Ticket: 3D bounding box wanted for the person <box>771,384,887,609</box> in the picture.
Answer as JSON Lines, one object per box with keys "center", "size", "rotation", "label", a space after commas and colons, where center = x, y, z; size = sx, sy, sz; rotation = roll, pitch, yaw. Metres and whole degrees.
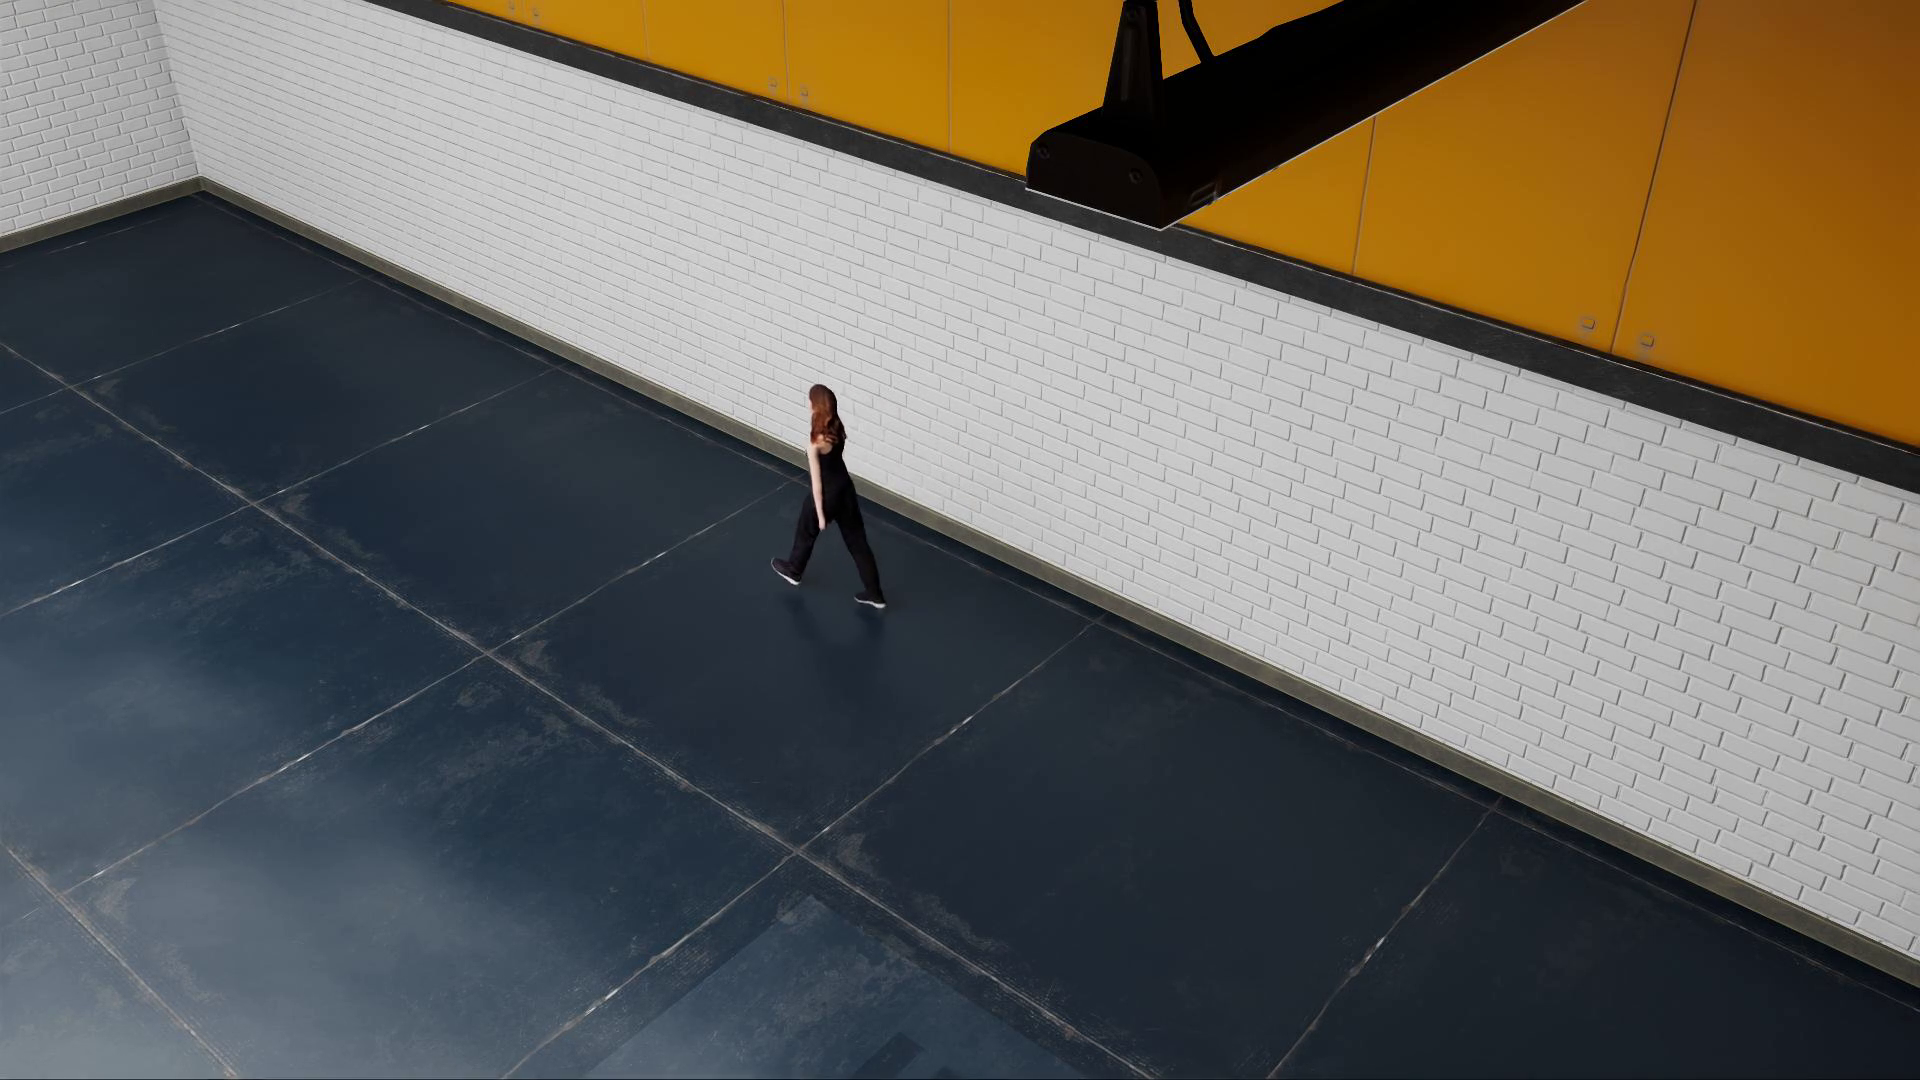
{"center": [-0.805, -0.253, 11.507], "size": [0.730, 1.691, 1.135], "rotation": [20, 38, 27], "label": "person"}
